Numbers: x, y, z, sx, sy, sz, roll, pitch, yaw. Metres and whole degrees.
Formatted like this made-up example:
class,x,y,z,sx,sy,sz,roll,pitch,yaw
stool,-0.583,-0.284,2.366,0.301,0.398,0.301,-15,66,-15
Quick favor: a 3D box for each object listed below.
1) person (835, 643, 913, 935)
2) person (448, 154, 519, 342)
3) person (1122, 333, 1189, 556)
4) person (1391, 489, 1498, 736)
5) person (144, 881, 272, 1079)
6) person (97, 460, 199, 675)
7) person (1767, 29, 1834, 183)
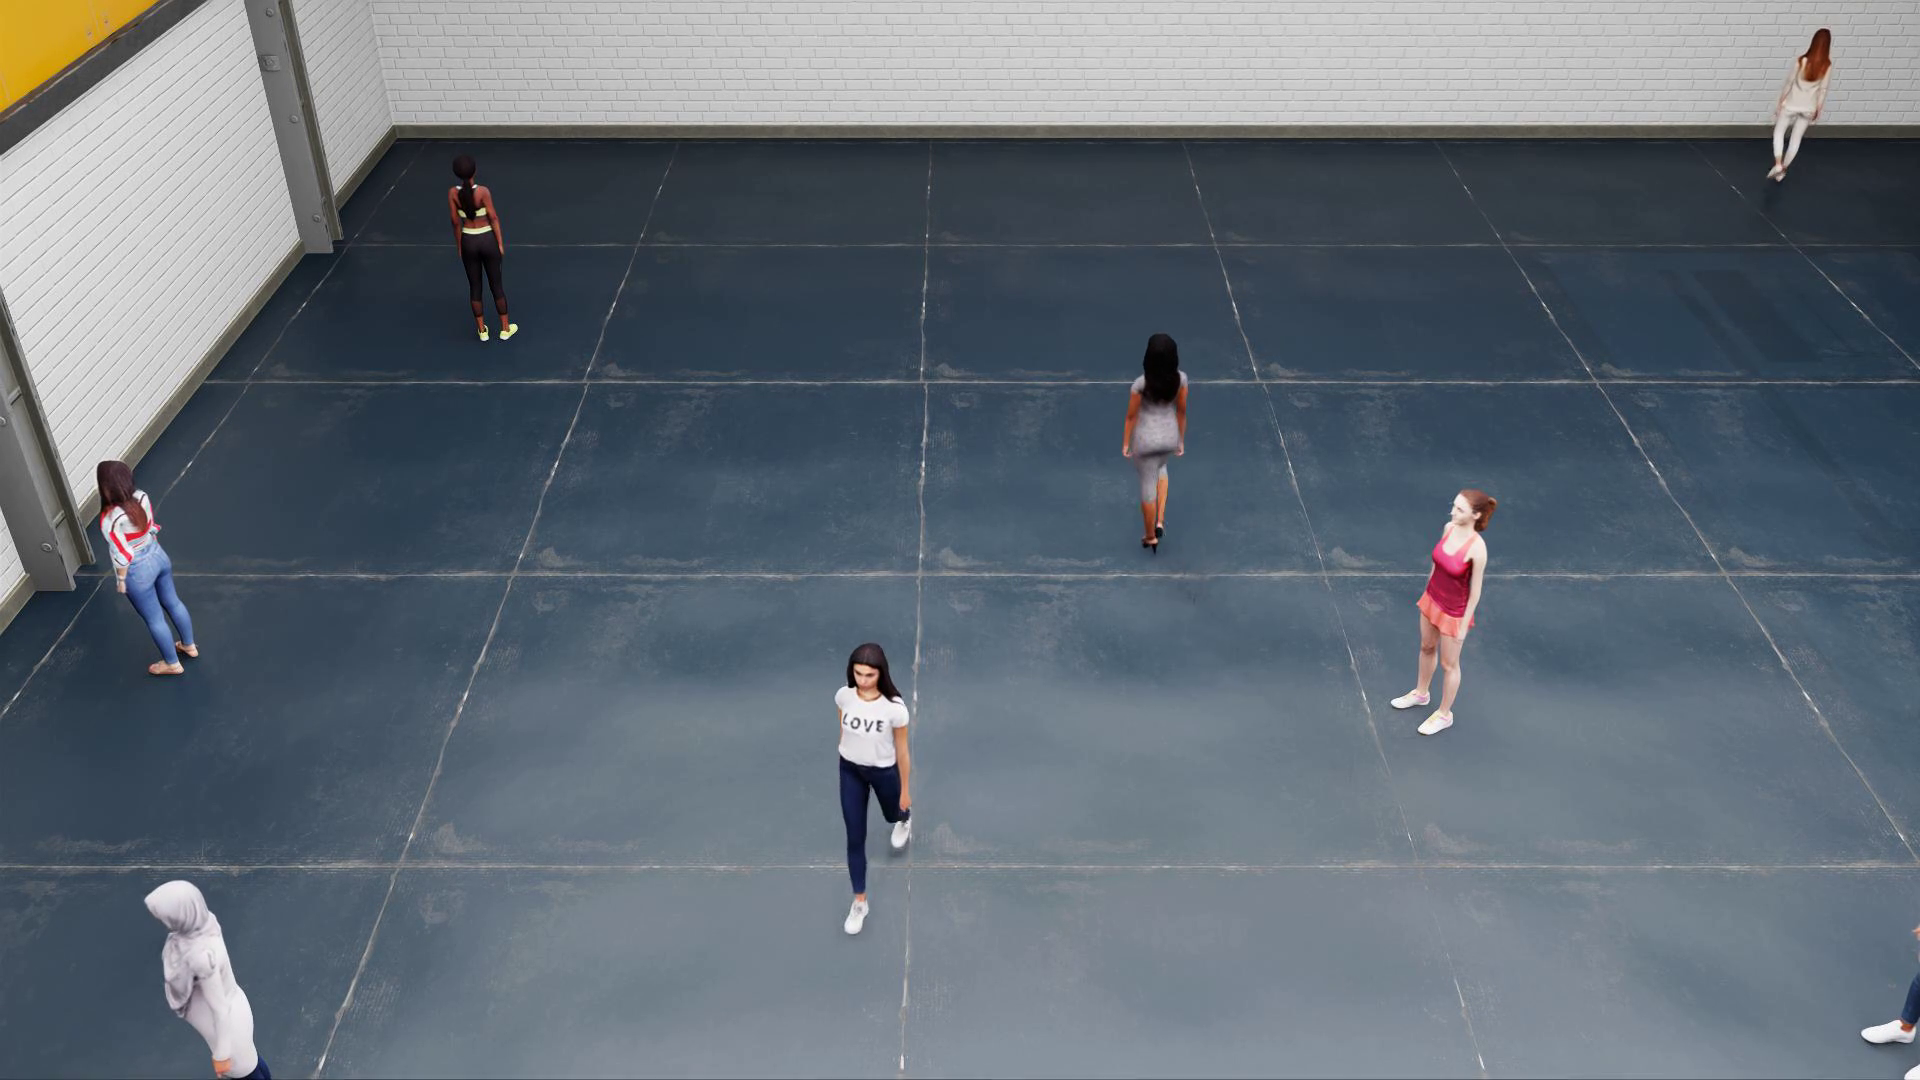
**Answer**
class,x,y,z,sx,sy,sz,roll,pitch,yaw
person,-0.448,1.256,9.194,0.861,1.739,1.240,10,35,14
person,-4.342,-2.636,15.034,0.569,1.756,0.531,-3,34,-4
person,1.448,-0.640,12.016,0.676,1.773,0.688,-9,35,-13
person,3.063,0.425,10.432,0.710,1.754,0.607,-13,36,-19
person,-3.406,2.225,7.706,0.754,1.773,0.640,-18,38,-25
person,-5.367,0.170,10.941,0.694,1.614,0.528,8,34,12
person,9.194,-4.715,18.209,0.758,1.705,0.858,11,35,16
